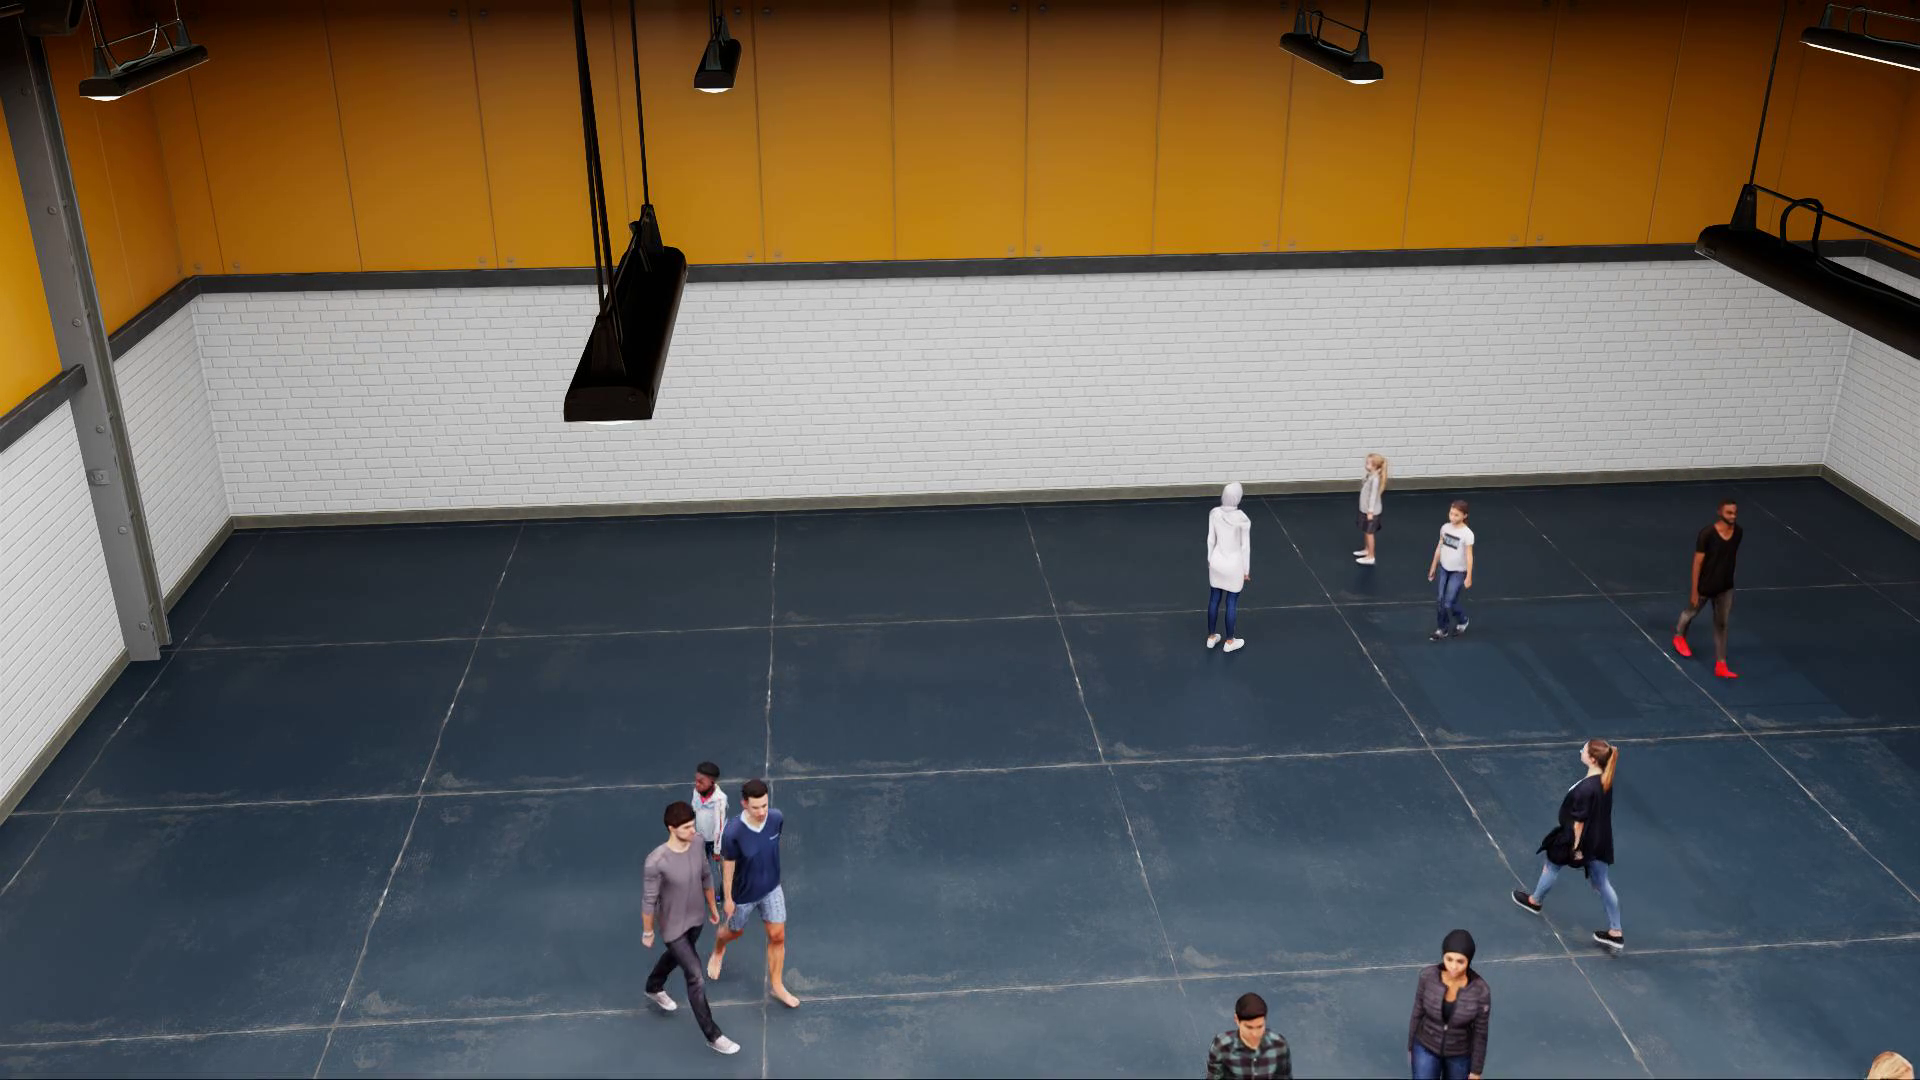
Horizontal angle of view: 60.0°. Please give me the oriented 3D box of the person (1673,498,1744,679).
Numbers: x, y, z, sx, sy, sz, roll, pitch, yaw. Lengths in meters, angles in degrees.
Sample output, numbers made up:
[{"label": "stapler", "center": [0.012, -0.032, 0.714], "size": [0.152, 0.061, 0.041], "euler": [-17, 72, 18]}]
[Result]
[{"label": "person", "center": [7.300, 0.412, 16.277], "size": [0.729, 1.757, 1.201], "euler": [-4, 24, -8]}]

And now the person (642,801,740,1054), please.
[{"label": "person", "center": [-1.958, 2.558, 11.314], "size": [1.195, 1.799, 1.219], "euler": [15, 28, 30]}]

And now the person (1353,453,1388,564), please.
[{"label": "person", "center": [4.614, -0.373, 18.676], "size": [0.588, 1.272, 0.476], "euler": [1, 24, 3]}]

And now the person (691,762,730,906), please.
[{"label": "person", "center": [-1.860, 2.230, 12.754], "size": [0.741, 1.246, 0.814], "euler": [17, 29, 33]}]

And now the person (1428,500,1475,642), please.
[{"label": "person", "center": [5.035, 0.291, 16.816], "size": [0.752, 1.545, 0.701], "euler": [-14, 27, -29]}]

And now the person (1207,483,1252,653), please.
[{"label": "person", "center": [2.664, 0.261, 16.598], "size": [0.694, 1.775, 0.743], "euler": [17, 29, 33]}]

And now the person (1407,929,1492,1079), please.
[{"label": "person", "center": [2.974, 3.100, 10.161], "size": [0.933, 1.729, 1.096], "euler": [11, 26, 24]}]

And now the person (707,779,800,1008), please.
[{"label": "person", "center": [-1.498, 2.405, 11.656], "size": [1.014, 1.805, 1.188], "euler": [-15, 28, -31]}]

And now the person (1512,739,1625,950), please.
[{"label": "person", "center": [4.681, 2.248, 12.223], "size": [0.990, 1.638, 1.211], "euler": [-16, 28, -32]}]

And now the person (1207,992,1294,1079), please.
[{"label": "person", "center": [1.678, 3.348, 9.899], "size": [0.717, 1.671, 1.121], "euler": [-3, 24, -8]}]
